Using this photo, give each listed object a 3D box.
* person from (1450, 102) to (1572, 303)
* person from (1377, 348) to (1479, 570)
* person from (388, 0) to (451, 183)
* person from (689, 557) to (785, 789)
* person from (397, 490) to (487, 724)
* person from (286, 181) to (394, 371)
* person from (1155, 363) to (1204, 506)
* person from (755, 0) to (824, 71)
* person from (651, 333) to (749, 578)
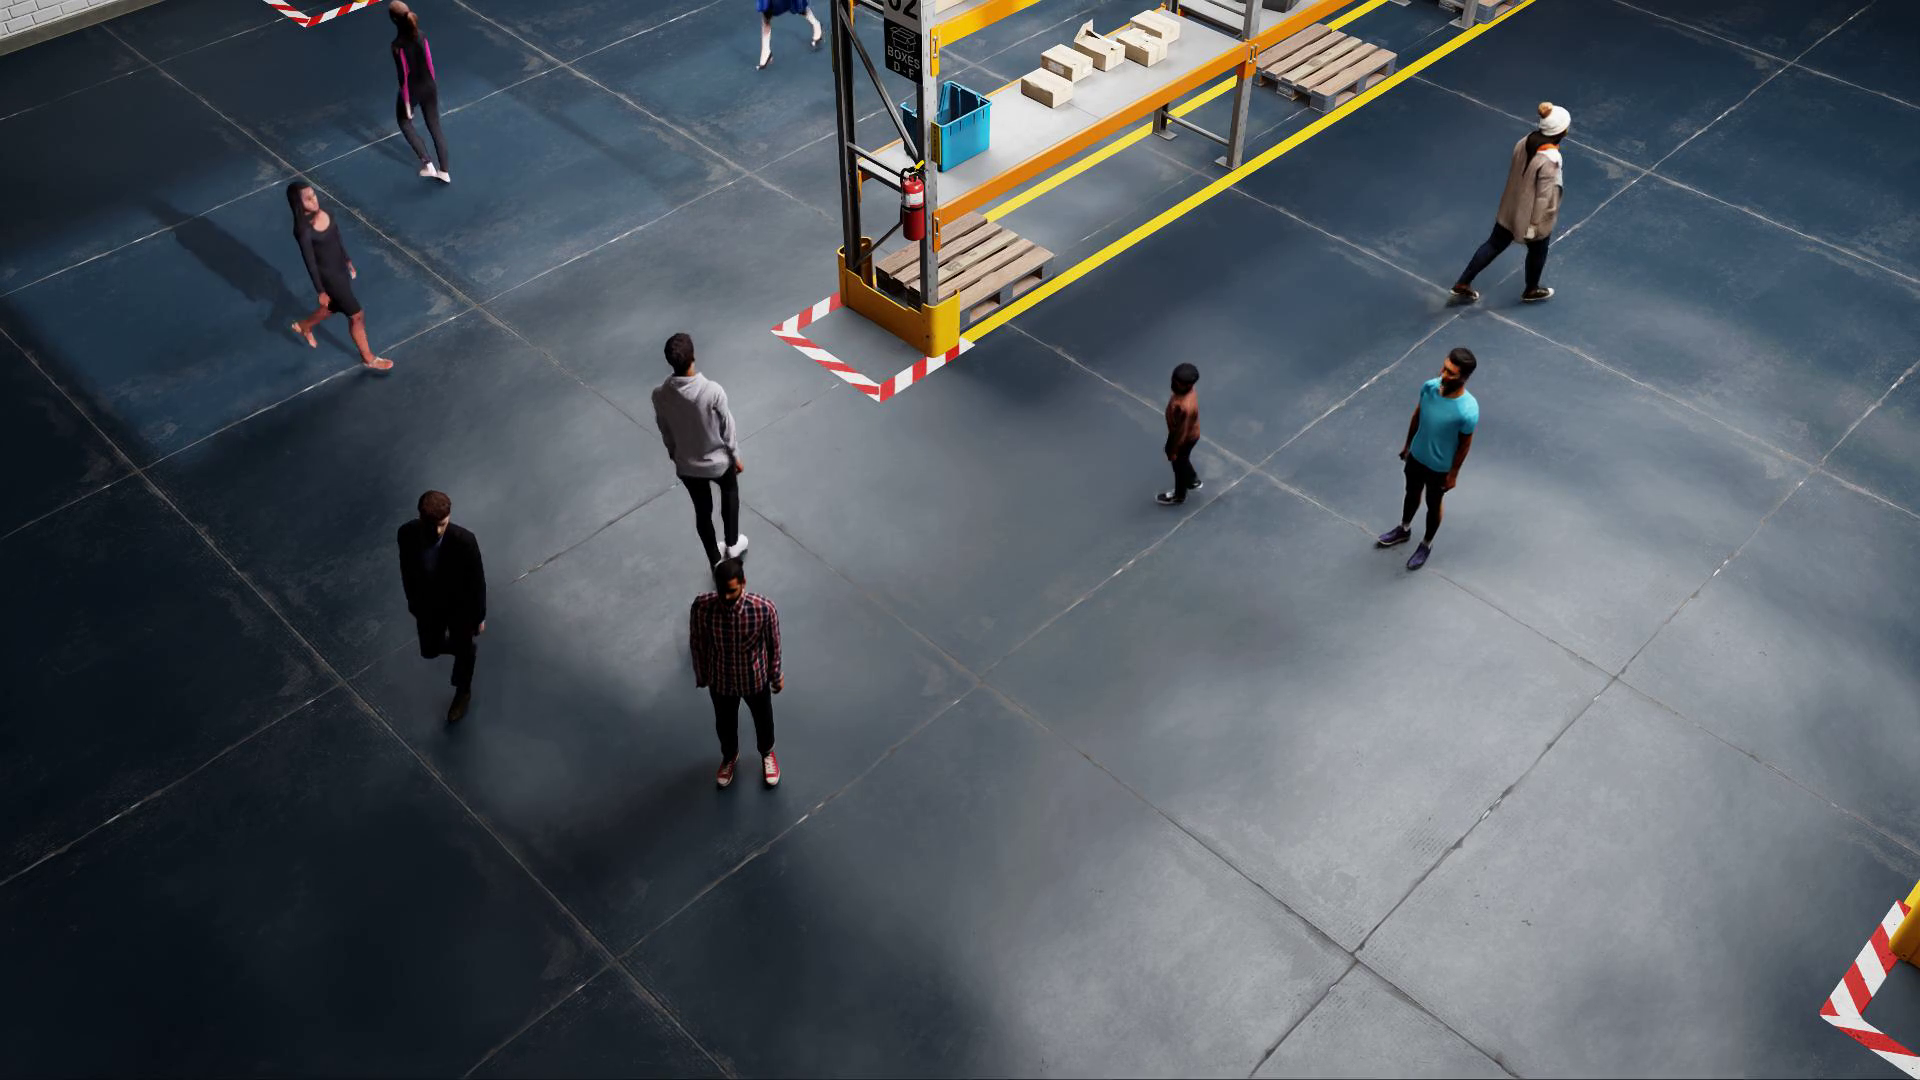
[{"bbox_3d":[4.497,-2.688,13.497,1.268,1.851,1.050,-12,45,-13],"label":"person"},{"bbox_3d":[3.236,-0.577,11.335,0.569,1.777,0.651,-26,49,-24],"label":"person"},{"bbox_3d":[-4.805,-3.975,14.933,0.693,1.735,0.611,27,50,26],"label":"person"},{"bbox_3d":[-1.318,0.785,9.918,0.772,1.760,0.838,-1,44,-1],"label":"person"},{"bbox_3d":[-3.146,0.332,10.320,0.922,1.861,0.975,11,45,11],"label":"person"},{"bbox_3d":[-4.960,-2.043,12.935,1.062,1.694,1.040,4,44,4],"label":"person"},{"bbox_3d":[1.635,-0.753,11.904,0.721,1.247,0.657,2,44,2],"label":"person"},{"bbox_3d":[-1.709,-5.648,16.652,0.667,1.786,1.155,31,52,28],"label":"person"},{"bbox_3d":[-1.746,-0.473,11.134,0.822,1.904,0.878,2,44,3],"label":"person"}]
